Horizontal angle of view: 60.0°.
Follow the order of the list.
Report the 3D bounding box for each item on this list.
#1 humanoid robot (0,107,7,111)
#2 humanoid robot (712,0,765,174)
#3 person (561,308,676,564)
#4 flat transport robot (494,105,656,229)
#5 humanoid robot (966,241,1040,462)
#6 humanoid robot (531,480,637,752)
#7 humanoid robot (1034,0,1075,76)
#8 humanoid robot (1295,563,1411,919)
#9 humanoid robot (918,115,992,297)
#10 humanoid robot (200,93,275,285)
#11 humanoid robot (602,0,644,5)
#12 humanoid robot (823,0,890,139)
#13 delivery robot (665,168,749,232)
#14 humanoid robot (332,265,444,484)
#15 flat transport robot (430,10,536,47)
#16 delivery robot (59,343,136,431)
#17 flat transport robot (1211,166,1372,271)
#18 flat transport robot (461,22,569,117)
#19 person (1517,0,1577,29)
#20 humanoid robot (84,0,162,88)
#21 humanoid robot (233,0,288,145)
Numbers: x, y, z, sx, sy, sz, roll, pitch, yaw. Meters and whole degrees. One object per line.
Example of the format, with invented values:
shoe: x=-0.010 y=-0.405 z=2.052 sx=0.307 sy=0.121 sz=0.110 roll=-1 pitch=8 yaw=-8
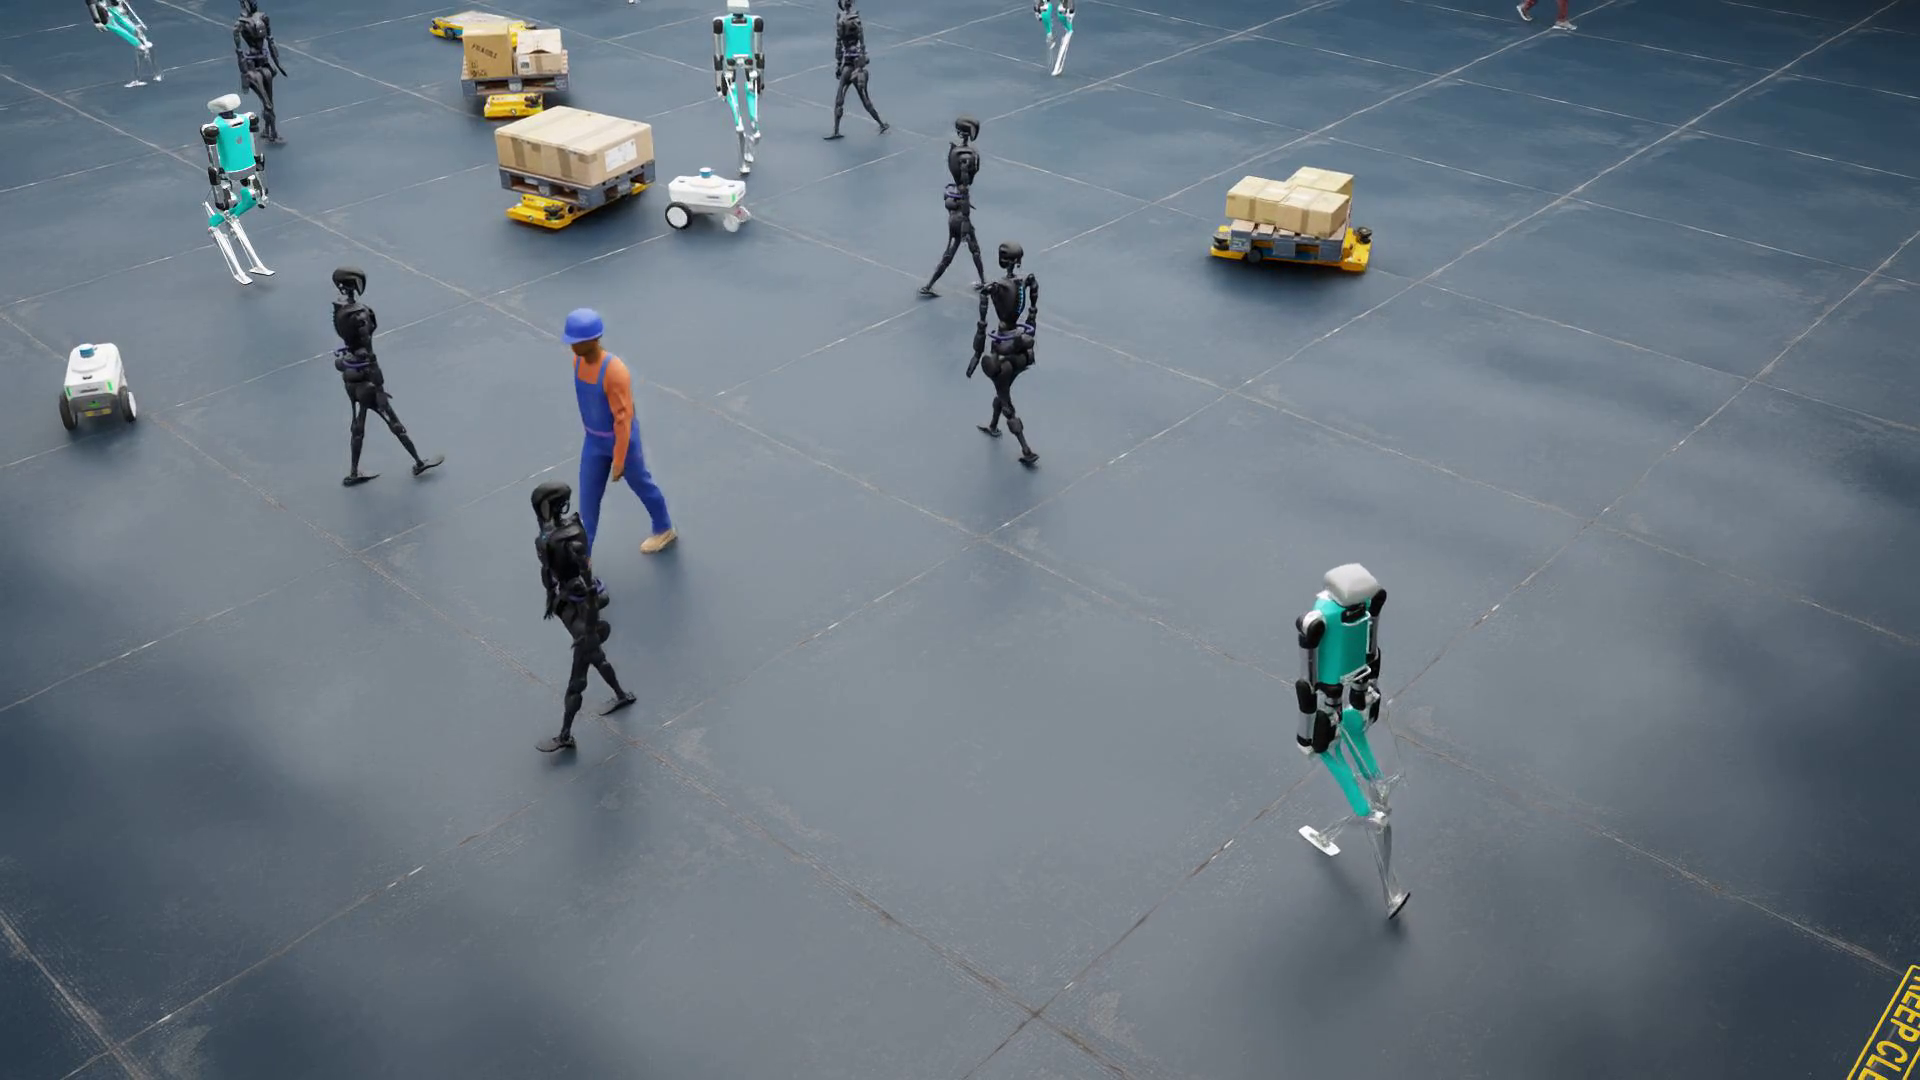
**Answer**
humanoid robot: x=-11.405 y=-5.701 z=18.925 sx=0.614 sy=1.777 sz=0.530 roll=-5 pitch=32 yaw=-8
humanoid robot: x=-2.237 y=-4.666 z=17.307 sx=0.547 sy=1.784 sz=0.882 roll=-9 pitch=33 yaw=-14
person: x=-2.259 y=-0.627 z=10.674 sx=0.515 sy=1.856 sz=0.977 roll=20 pitch=37 yaw=28
flat transport robot: x=-3.844 y=-3.498 z=16.787 sx=0.659 sy=0.231 sz=1.431 roll=17 pitch=36 yaw=26
humanoid robot: x=0.343 y=-1.384 z=12.108 sx=0.589 sy=1.636 sz=0.791 roll=-23 pitch=39 yaw=-32
humanoid robot: x=-2.172 y=0.387 z=9.220 sx=0.722 sy=1.626 sz=0.607 roll=-23 pitch=39 yaw=-33
humanoid robot: x=1.196 y=-6.470 z=20.290 sx=0.536 sy=1.902 sz=0.730 roll=12 pitch=34 yaw=18
humanoid robot: x=2.050 y=1.033 z=8.129 sx=0.559 sy=1.788 sz=0.918 roll=-21 pitch=37 yaw=-29
humanoid robot: x=0.002 y=-2.915 z=14.556 sx=0.770 sy=1.627 sz=0.616 roll=-2 pitch=32 yaw=-3
humanoid robot: x=-6.452 y=-3.116 z=14.650 sx=0.735 sy=1.681 sz=0.533 roll=19 pitch=37 yaw=28
humanoid robot: x=-4.955 y=-8.221 z=23.046 sx=1.014 sy=1.746 sz=0.530 roll=8 pitch=33 yaw=12
humanoid robot: x=-1.155 y=-5.217 z=18.282 sx=0.780 sy=1.641 sz=0.614 roll=-19 pitch=36 yaw=-27
delivery robot: x=-2.475 y=-3.337 z=16.254 sx=0.791 sy=0.592 sz=0.499 roll=7 pitch=33 yaw=11
humanoid robot: x=-4.156 y=-1.186 z=11.750 sx=0.676 sy=1.638 sz=0.609 roll=-21 pitch=37 yaw=-30
flat transport robot: x=-6.306 y=-6.764 z=22.047 sx=1.431 sy=0.231 sz=0.659 roll=20 pitch=37 yaw=29
delivery robot: x=-6.677 y=-1.216 z=12.841 sx=0.499 sy=0.594 sz=0.782 roll=-11 pitch=33 yaw=-17
flat transport robot: x=3.122 y=-2.795 z=15.654 sx=1.431 sy=0.231 sz=0.659 roll=8 pitch=33 yaw=13
flat transport robot: x=-5.240 y=-5.335 z=19.744 sx=0.659 sy=0.231 sz=1.431 roll=-6 pitch=32 yaw=-10
person: x=7.982 y=-7.744 z=22.200 sx=0.714 sy=1.776 sz=0.635 roll=0 pitch=32 yaw=1
humanoid robot: x=-10.012 y=-6.283 z=19.865 sx=0.766 sy=1.762 sz=0.630 roll=11 pitch=34 yaw=17
humanoid robot: x=-7.617 y=-5.148 z=18.123 sx=0.534 sy=1.638 sz=0.611 roll=12 pitch=34 yaw=18
